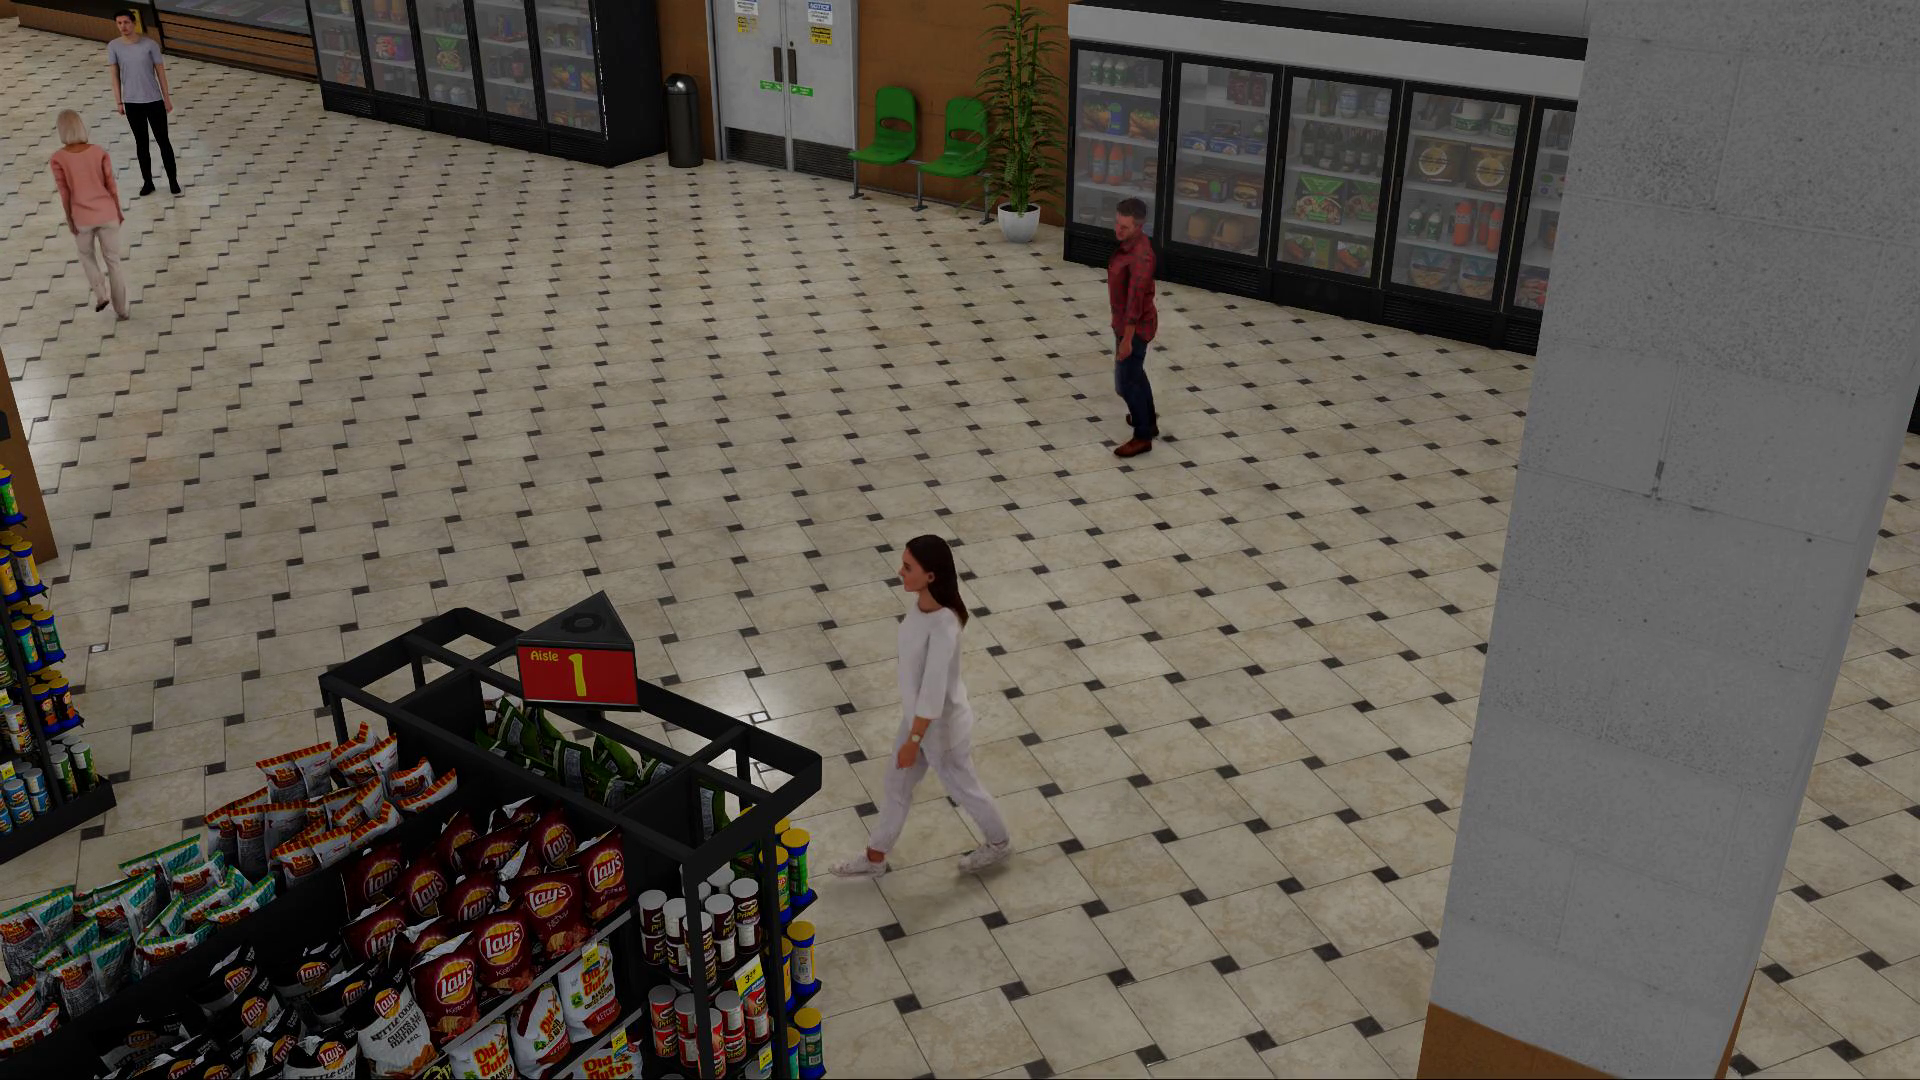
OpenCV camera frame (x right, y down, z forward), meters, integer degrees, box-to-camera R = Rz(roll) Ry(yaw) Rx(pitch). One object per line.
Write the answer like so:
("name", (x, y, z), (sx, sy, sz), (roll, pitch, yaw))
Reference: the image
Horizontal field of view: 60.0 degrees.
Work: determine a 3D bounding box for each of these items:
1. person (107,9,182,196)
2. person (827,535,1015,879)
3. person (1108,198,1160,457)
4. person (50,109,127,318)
("person", (-8.426, -4.526, 17.189), (0.709, 1.862, 0.796), (-7, 28, -13))
("person", (-0.025, 0.755, 7.012), (1.142, 1.648, 0.984), (-10, 28, -18))
("person", (1.213, -1.437, 11.174), (1.035, 1.793, 0.881), (7, 28, 14))
("person", (-7.092, -2.647, 13.645), (0.695, 1.717, 0.778), (-15, 30, -27))
